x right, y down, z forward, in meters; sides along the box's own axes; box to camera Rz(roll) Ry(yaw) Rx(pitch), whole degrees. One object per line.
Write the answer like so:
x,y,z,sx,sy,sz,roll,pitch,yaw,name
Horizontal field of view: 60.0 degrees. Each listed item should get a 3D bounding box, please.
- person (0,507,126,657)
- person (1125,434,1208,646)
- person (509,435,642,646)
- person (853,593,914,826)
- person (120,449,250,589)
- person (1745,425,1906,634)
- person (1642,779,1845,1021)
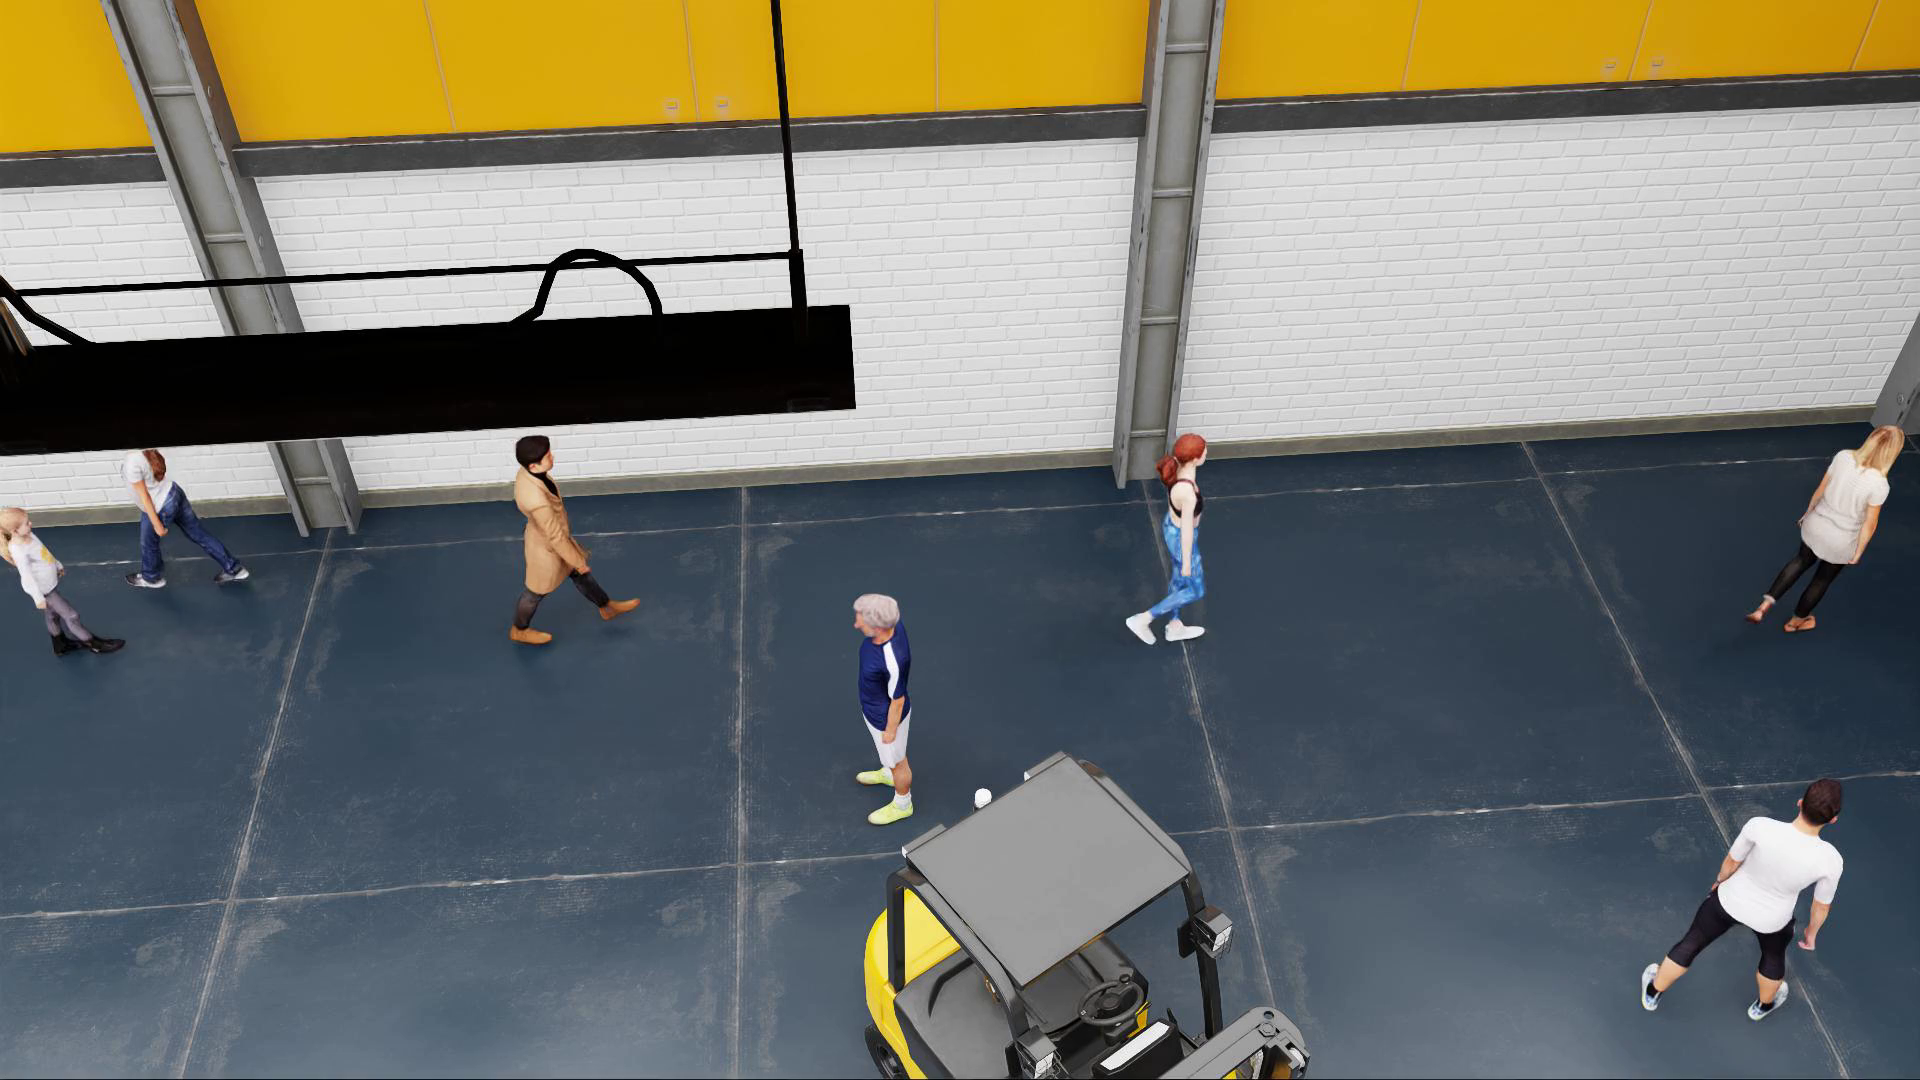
-6.031,0.306,10.823,0.746,1.269,0.626,-15,46,-15,person
1.354,0.046,10.727,0.810,1.778,0.614,-7,44,-7,person
-2.764,0.049,10.791,1.155,1.686,0.745,-8,44,-8,person
-0.433,0.958,9.730,0.606,1.832,0.668,-10,45,-10,person
-5.308,-0.235,11.207,1.099,1.523,0.638,1,44,1,person
5.578,-0.010,10.761,0.954,1.812,0.819,-21,48,-21,person
4.215,1.939,8.715,0.998,1.813,1.108,21,47,20,person
